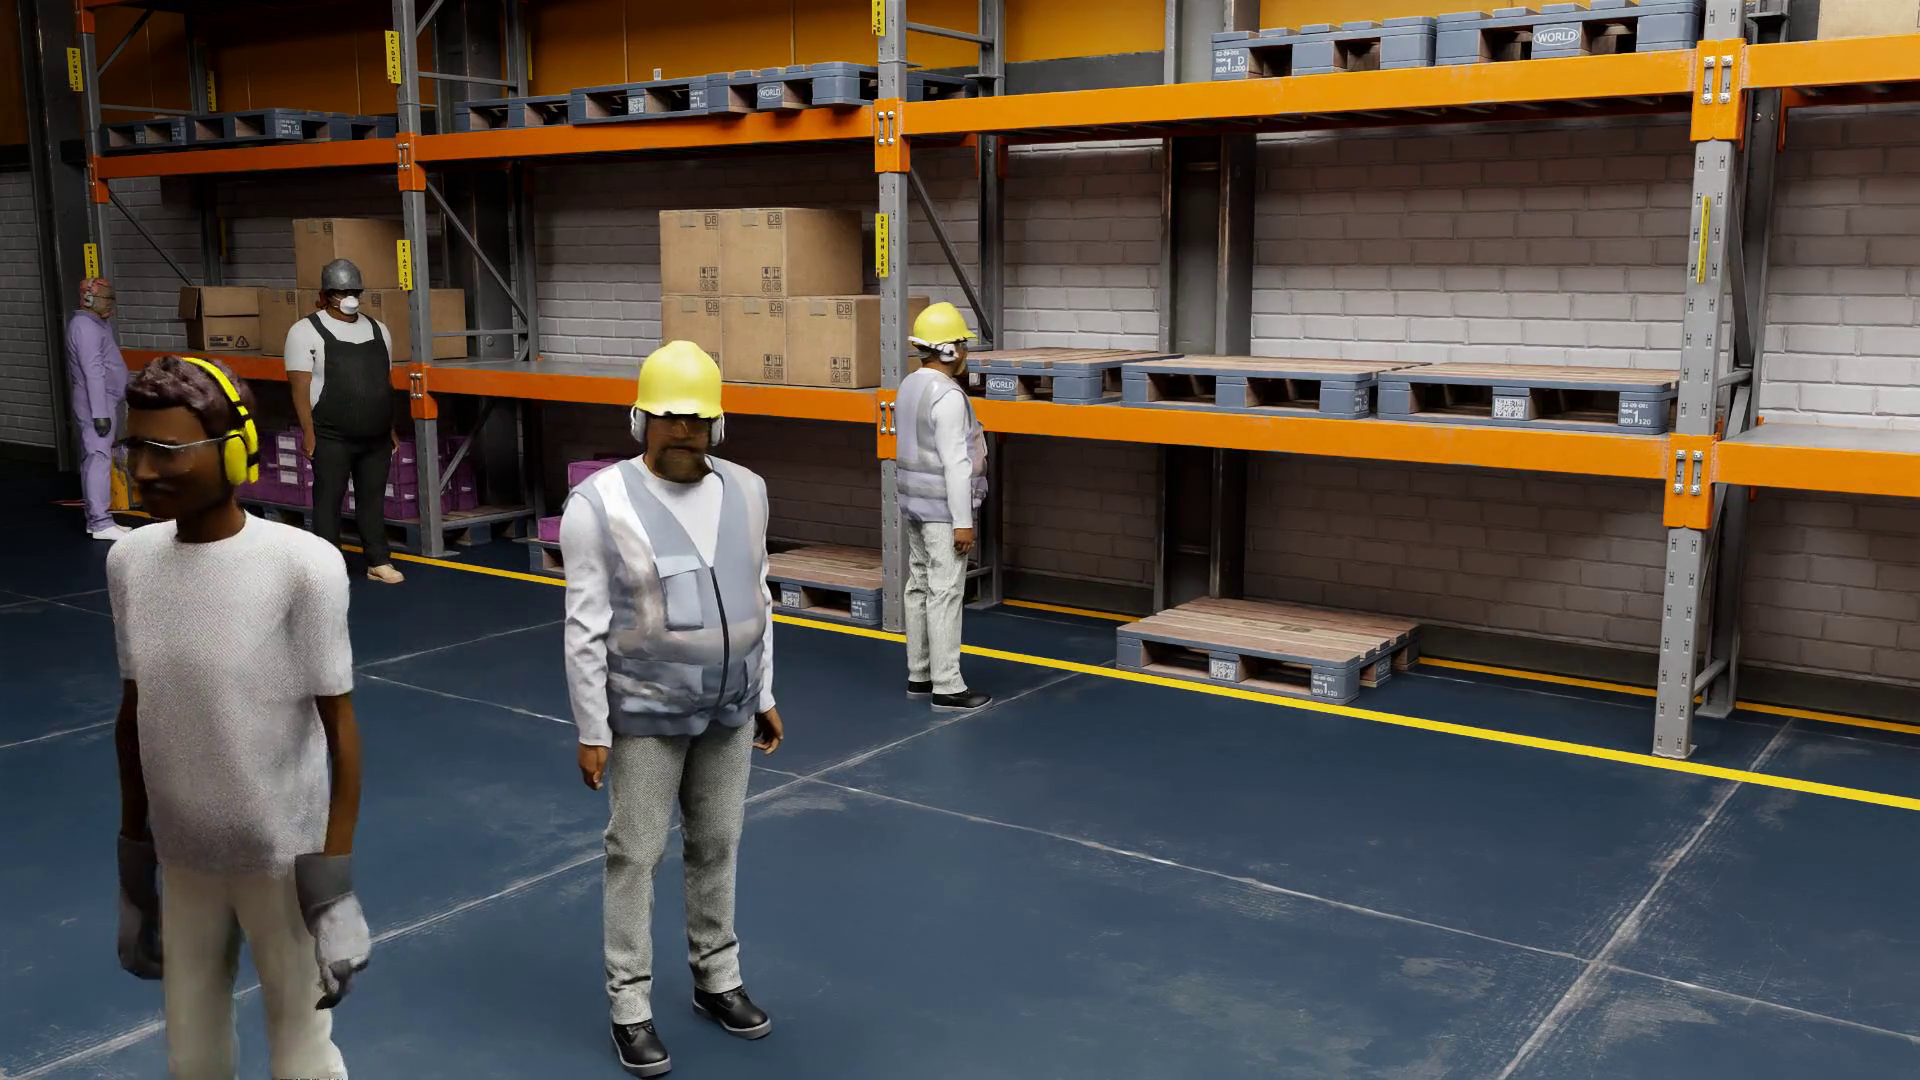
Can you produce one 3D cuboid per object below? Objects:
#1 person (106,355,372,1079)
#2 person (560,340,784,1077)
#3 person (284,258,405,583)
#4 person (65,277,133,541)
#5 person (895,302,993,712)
[{"bbox_3d":[-1.312,0.592,3.028,0.551,1.866,0.323,3,10,15],"label":"person"},{"bbox_3d":[-0.698,0.414,4.203,0.601,1.827,0.403,-8,13,-41],"label":"person"},{"bbox_3d":[-3.742,-0.710,10.268,0.538,2.000,0.683,8,12,38],"label":"person"},{"bbox_3d":[-6.251,-0.950,12.116,0.399,1.902,0.642,-6,11,-30],"label":"person"},{"bbox_3d":[-0.076,-0.145,7.513,0.403,1.837,0.591,-4,10,-24],"label":"person"}]
